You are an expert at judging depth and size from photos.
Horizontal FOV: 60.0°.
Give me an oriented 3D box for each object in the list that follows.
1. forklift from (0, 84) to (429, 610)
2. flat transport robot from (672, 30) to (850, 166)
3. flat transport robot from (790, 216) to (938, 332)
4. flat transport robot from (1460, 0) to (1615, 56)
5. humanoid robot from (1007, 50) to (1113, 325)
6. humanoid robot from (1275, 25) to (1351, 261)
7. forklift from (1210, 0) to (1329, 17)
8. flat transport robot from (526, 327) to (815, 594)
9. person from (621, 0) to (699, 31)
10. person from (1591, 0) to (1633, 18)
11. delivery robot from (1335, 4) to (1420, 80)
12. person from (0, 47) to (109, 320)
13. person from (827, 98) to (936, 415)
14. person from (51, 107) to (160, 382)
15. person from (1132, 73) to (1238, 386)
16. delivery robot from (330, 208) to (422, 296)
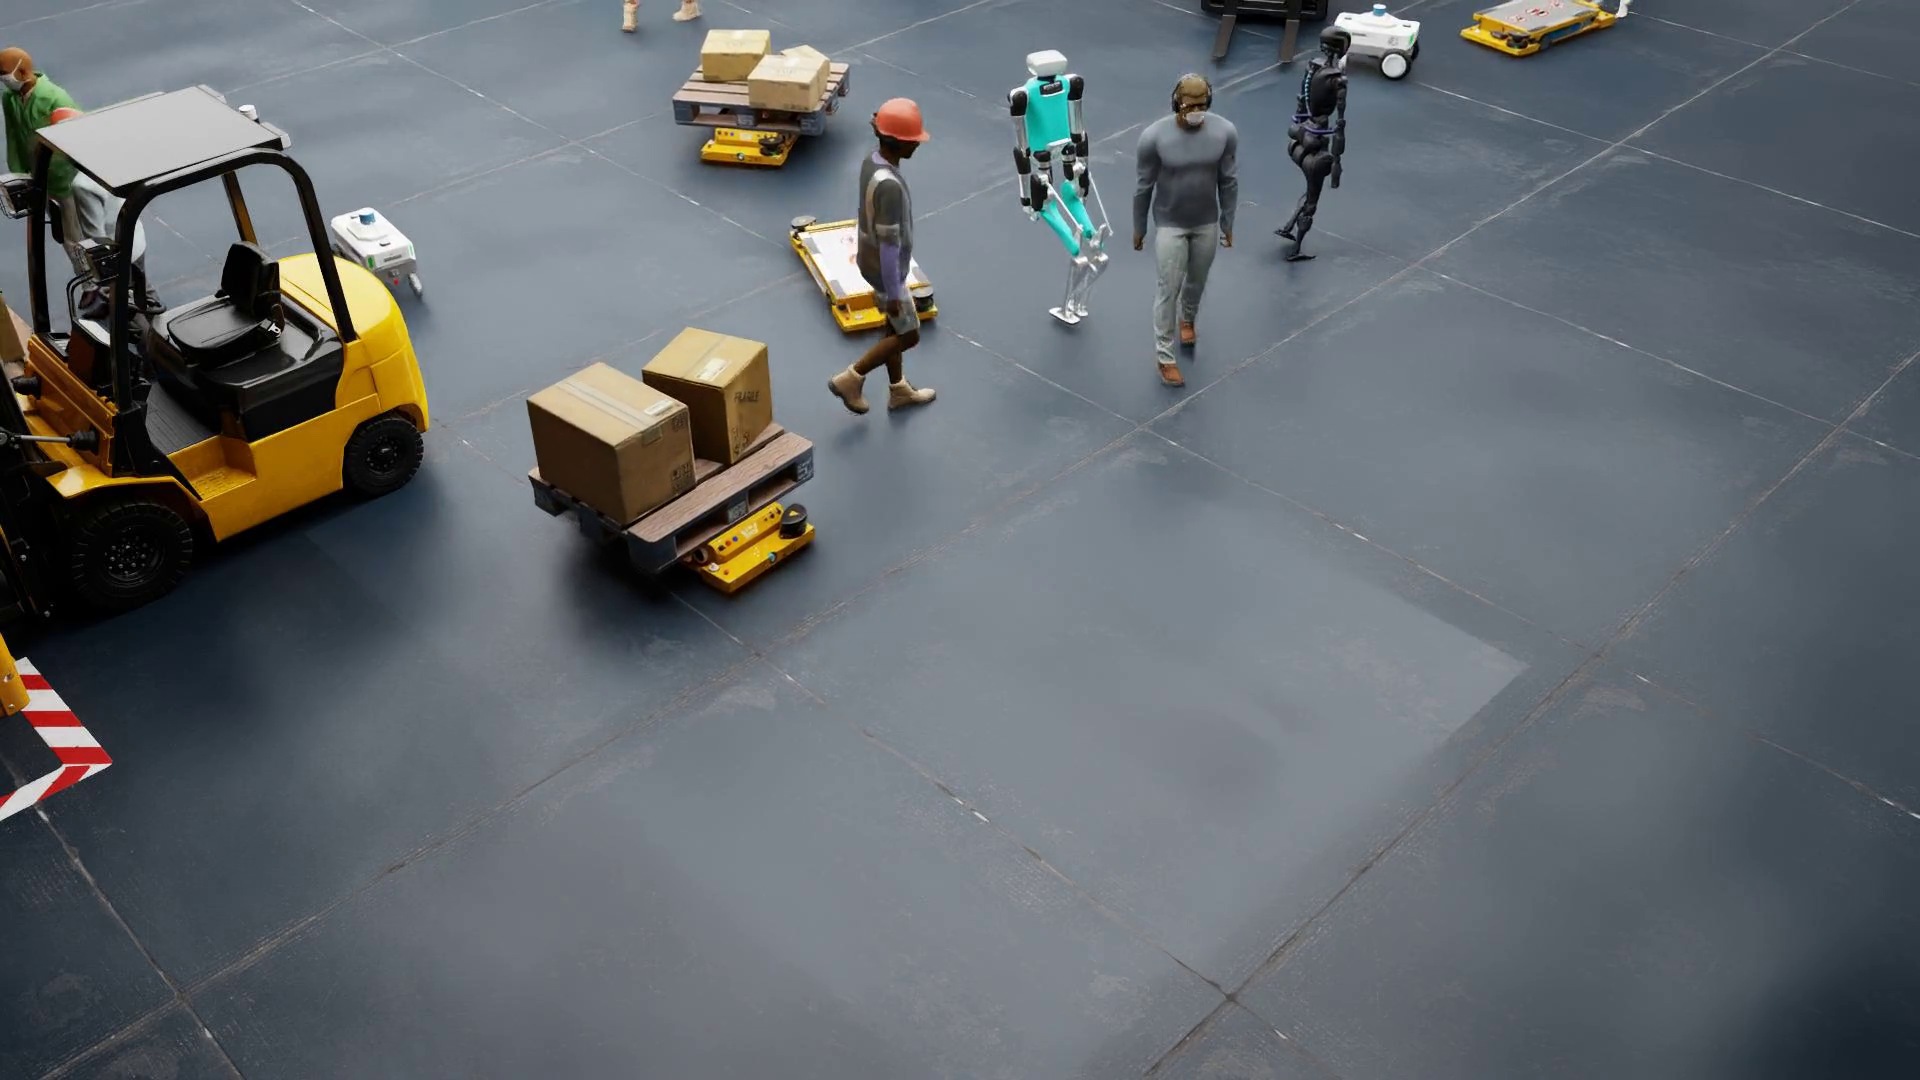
[{"bbox_3d":[-4.145,-1.093,8.856,2.313,2.155,1.214,-31,47,-34],"label":"forklift"},{"bbox_3d":[-1.595,-3.453,13.619,0.659,0.231,1.431,7,37,9],"label":"flat transport robot"},{"bbox_3d":[-0.688,-1.885,11.520,0.659,0.231,1.431,-12,38,-15],"label":"flat transport robot"},{"bbox_3d":[5.377,-4.810,15.436,1.431,0.231,0.659,-25,43,-29],"label":"flat transport robot"},{"bbox_3d":[0.704,-2.183,10.685,0.558,1.743,0.848,-19,41,-24],"label":"humanoid robot"},{"bbox_3d":[2.458,-2.722,11.461,0.340,1.645,0.611,-12,38,-16],"label":"humanoid robot"},{"bbox_3d":[3.106,-6.400,15.960,1.214,2.155,2.313,8,37,10],"label":"forklift"},{"bbox_3d":[-1.554,-0.195,9.257,1.431,0.231,0.659,27,44,31],"label":"flat transport robot"},{"bbox_3d":[-2.813,-5.572,15.235,0.603,1.732,0.706,10,38,13],"label":"person"},{"bbox_3d":[6.233,-5.729,15.527,0.517,1.632,0.315,25,43,30],"label":"person"},{"bbox_3d":[3.668,-4.404,14.646,0.745,0.587,0.524,13,39,17],"label":"delivery robot"},{"bbox_3d":[-5.881,-2.323,10.854,0.578,1.766,0.520,12,38,16],"label":"person"},{"bbox_3d":[-0.451,-1.587,9.664,0.599,2.020,0.657,-7,37,-10],"label":"person"},{"bbox_3d":[-5.185,-1.806,10.185,0.351,1.737,0.574,-2,37,-3],"label":"person"},{"bbox_3d":[1.371,-1.943,10.236,0.638,1.919,0.731,-9,38,-12],"label":"person"},{"bbox_3d":[-4.019,-1.988,11.415,0.499,0.590,0.793,-25,43,-29],"label":"delivery robot"}]
